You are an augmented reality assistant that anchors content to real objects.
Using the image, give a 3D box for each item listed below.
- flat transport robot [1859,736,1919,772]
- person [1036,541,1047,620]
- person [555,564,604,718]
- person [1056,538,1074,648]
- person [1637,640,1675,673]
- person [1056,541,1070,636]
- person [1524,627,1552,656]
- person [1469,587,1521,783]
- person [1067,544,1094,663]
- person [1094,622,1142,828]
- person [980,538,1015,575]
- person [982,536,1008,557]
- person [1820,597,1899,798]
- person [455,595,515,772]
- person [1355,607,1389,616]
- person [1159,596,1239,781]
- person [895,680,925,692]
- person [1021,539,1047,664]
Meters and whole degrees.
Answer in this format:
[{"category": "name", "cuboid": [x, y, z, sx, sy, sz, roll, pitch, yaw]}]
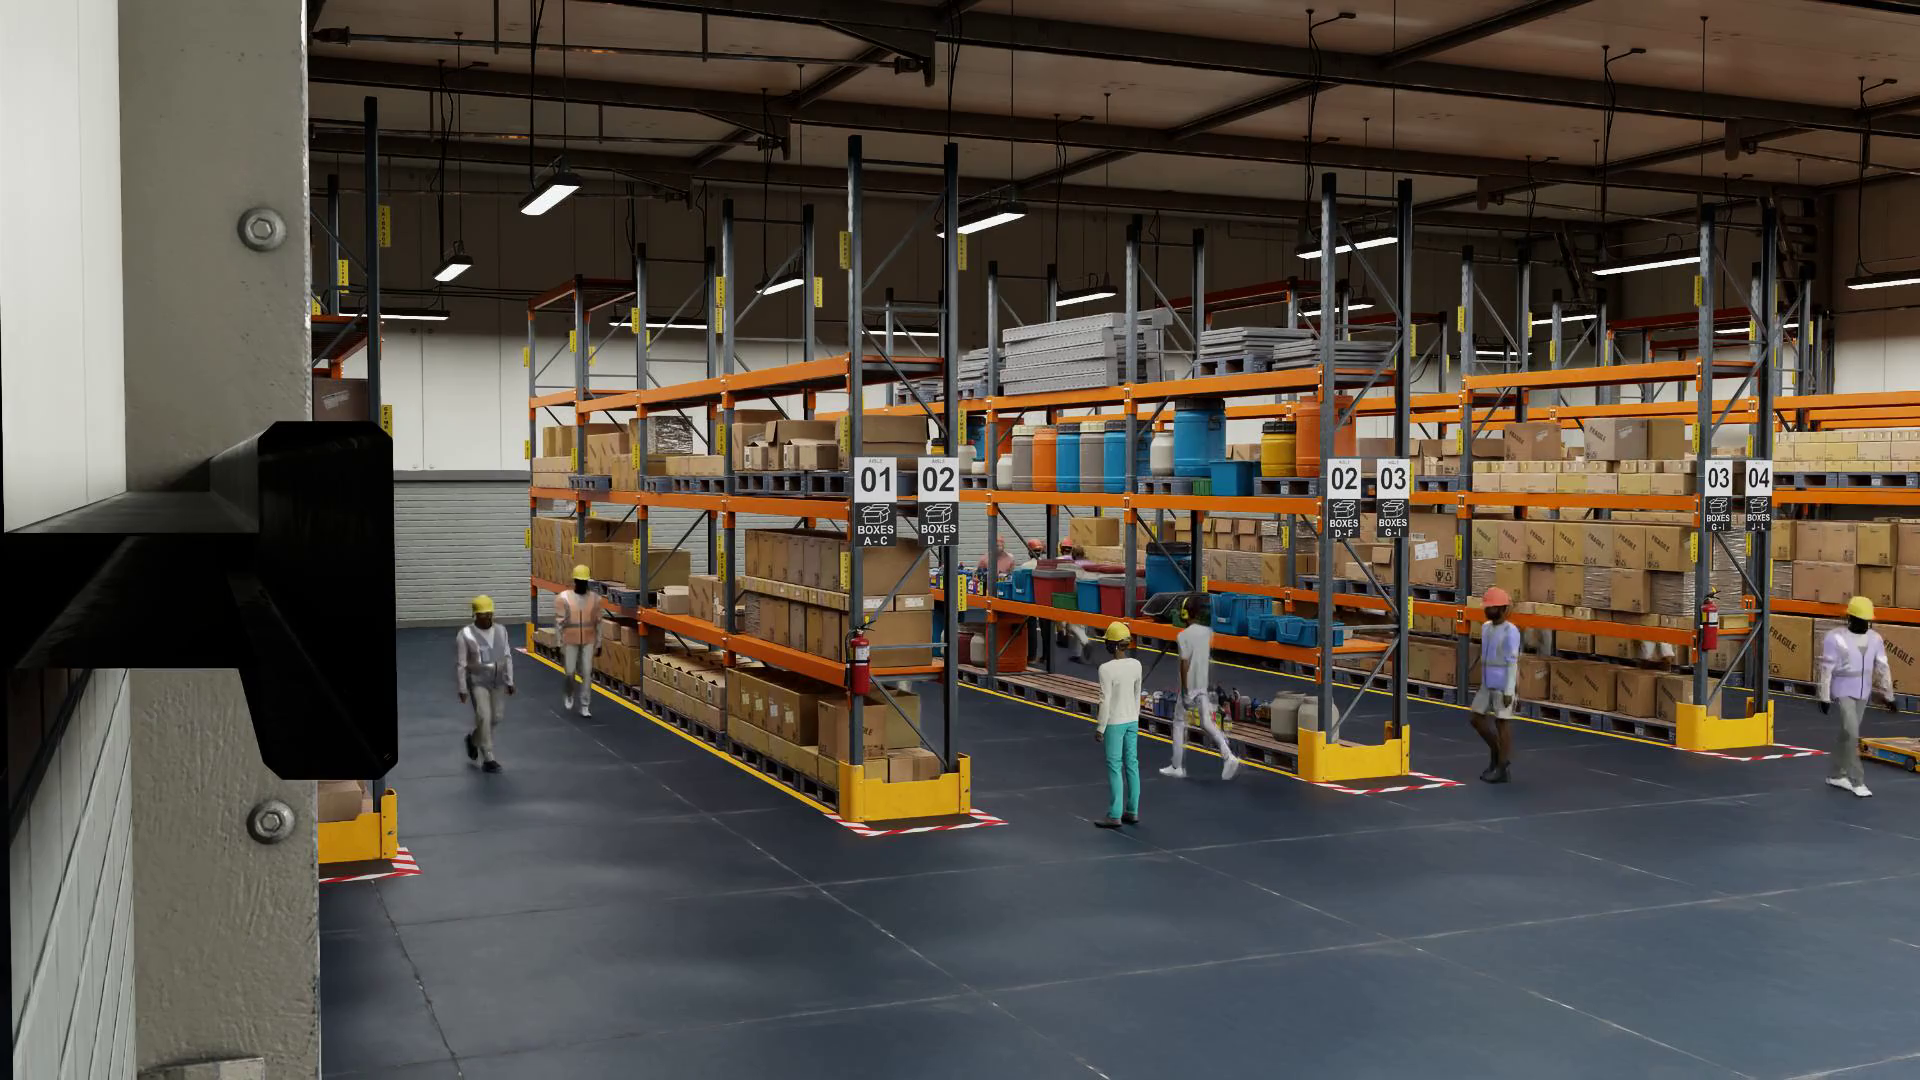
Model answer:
[{"category": "flat transport robot", "cuboid": [9.970, 2.230, 18.661, 0.652, 0.197, 1.431, 0, 2, -8]}, {"category": "person", "cuboid": [1.693, 0.846, 36.910, 0.511, 1.642, 0.320, 2, 3, 35]}, {"category": "person", "cuboid": [-4.773, 1.254, 22.462, 0.614, 1.913, 0.528, -1, 2, -20]}, {"category": "person", "cuboid": [1.829, 0.917, 31.253, 0.565, 1.913, 0.431, -1, 2, -25]}, {"category": "person", "cuboid": [9.013, 1.231, 23.125, 0.574, 1.899, 0.893, 0, 2, -9]}, {"category": "person", "cuboid": [1.874, 0.916, 32.186, 0.526, 1.846, 0.630, -1, 2, -21]}, {"category": "person", "cuboid": [8.625, 1.082, 27.035, 0.606, 1.917, 0.890, -1, 3, -33]}, {"category": "person", "cuboid": [5.280, 1.430, 17.686, 0.400, 1.926, 0.567, -1, 2, -19]}, {"category": "person", "cuboid": [1.945, 1.020, 28.642, 0.656, 1.916, 0.685, -1, 3, -30]}, {"category": "person", "cuboid": [1.368, 1.592, 15.523, 0.309, 1.772, 0.525, 2, 3, 45]}, {"category": "person", "cuboid": [0.677, 0.911, 31.866, 0.647, 1.885, 0.683, 0, 2, -4]}, {"category": "person", "cuboid": [0.708, 0.848, 33.250, 0.602, 1.903, 0.726, 0, 2, 8]}, {"category": "person", "cuboid": [8.529, 1.477, 16.973, 0.619, 1.877, 0.845, -1, 2, -14]}, {"category": "person", "cuboid": [-4.947, 1.458, 18.539, 0.737, 1.809, 0.598, 2, 3, 42]}, {"category": "person", "cuboid": [6.440, 1.149, 28.261, 0.557, 1.660, 0.794, -1, 2, -23]}, {"category": "person", "cuboid": [2.375, 1.472, 17.835, 0.510, 1.842, 0.892, -2, 3, -37]}, {"category": "person", "cuboid": [-0.626, 1.393, 20.086, 0.499, 1.829, 0.992, -1, 2, -25]}, {"category": "person", "cuboid": [1.209, 0.979, 28.618, 0.623, 1.989, 0.401, -1, 3, -32]}]
